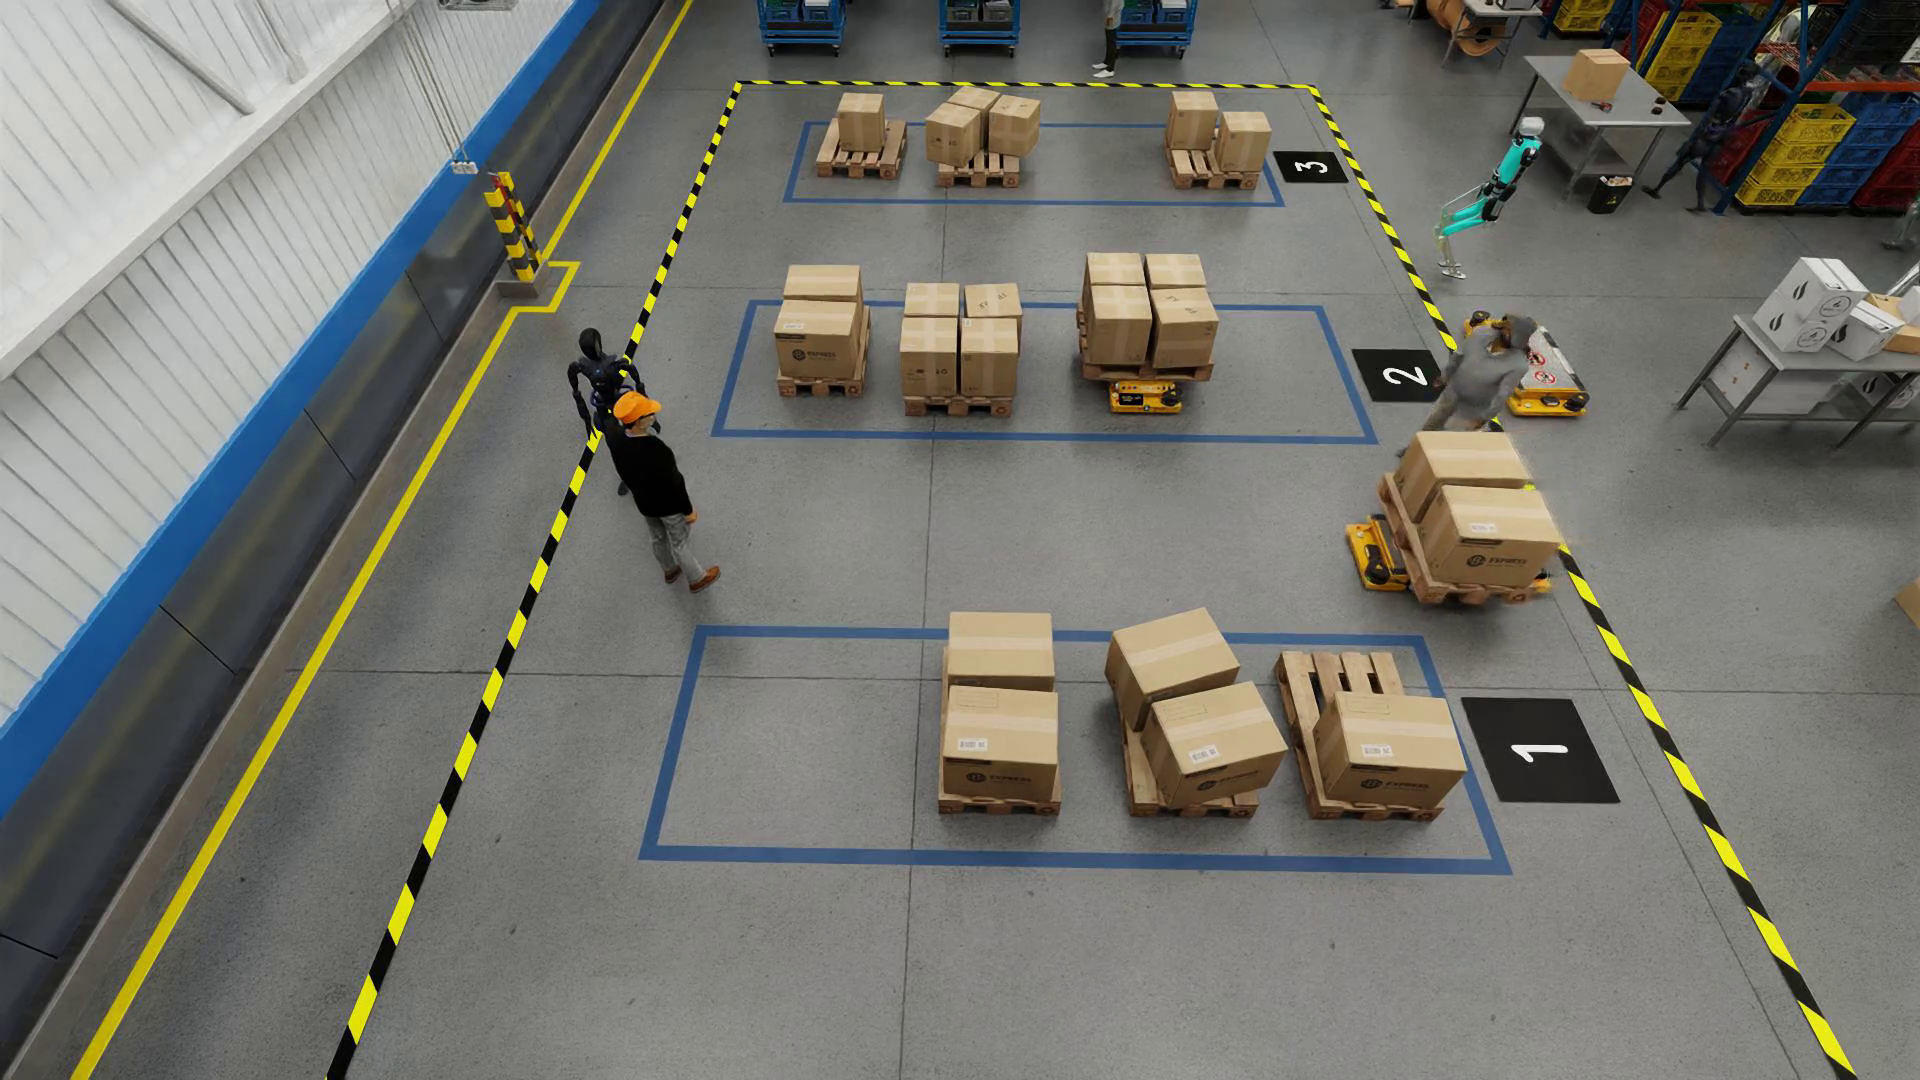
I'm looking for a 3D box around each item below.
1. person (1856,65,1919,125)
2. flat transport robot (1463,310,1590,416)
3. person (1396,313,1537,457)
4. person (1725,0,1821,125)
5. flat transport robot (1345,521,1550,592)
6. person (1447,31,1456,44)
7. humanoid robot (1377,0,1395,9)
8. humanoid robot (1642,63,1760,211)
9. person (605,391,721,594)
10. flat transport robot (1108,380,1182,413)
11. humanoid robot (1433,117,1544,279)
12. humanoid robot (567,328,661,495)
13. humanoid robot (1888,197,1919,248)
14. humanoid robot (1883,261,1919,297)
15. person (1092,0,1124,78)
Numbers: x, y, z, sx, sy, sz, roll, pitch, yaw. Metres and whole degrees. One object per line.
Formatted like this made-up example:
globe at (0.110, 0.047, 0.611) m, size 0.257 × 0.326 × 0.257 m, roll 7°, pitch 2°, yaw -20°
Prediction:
person at (12.065, -6.119, 11.671) m, size 0.564 × 2.022 × 0.602 m, roll -7°, pitch 50°, yaw -6°
flat transport robot at (5.573, -1.757, 9.054) m, size 0.659 × 0.231 × 1.431 m, roll 1°, pitch 49°, yaw 1°
person at (4.230, -1.191, 7.596) m, size 0.363 × 1.736 × 0.617 m, roll -20°, pitch 52°, yaw -16°
person at (10.518, -6.228, 11.884) m, size 0.635 × 1.841 × 0.429 m, roll -27°, pitch 54°, yaw -22°
flat transport robot at (3.947, 0.099, 7.429) m, size 1.431 × 0.197 × 0.652 m, roll 1°, pitch 49°, yaw 1°
person at (7.928, -8.602, 13.863) m, size 0.364 × 1.957 × 0.602 m, roll 10°, pitch 50°, yaw 9°
humanoid robot at (7.202, -9.559, 14.870) m, size 0.341 × 1.654 × 0.600 m, roll -8°, pitch 50°, yaw -7°
humanoid robot at (8.756, -4.666, 10.674) m, size 0.616 × 1.637 × 0.762 m, roll -15°, pitch 51°, yaw -13°
person at (-2.196, -0.320, 6.746) m, size 0.586 × 1.879 × 0.392 m, roll 23°, pitch 53°, yaw 19°
flat transport robot at (1.773, -1.807, 9.079) m, size 0.652 × 0.197 × 1.431 m, roll 1°, pitch 49°, yaw 1°
humanoid robot at (5.365, -3.561, 9.555) m, size 0.735 × 1.677 × 0.533 m, roll 10°, pitch 50°, yaw 8°
humanoid robot at (-2.786, -1.030, 7.483) m, size 0.599 × 1.657 × 0.315 m, roll -7°, pitch 50°, yaw -6°
humanoid robot at (10.935, -3.989, 10.037) m, size 0.862 × 1.781 × 0.559 m, roll -13°, pitch 50°, yaw -11°
humanoid robot at (10.378, -3.251, 9.385) m, size 0.933 × 1.765 × 0.542 m, roll -27°, pitch 54°, yaw -22°
person at (2.137, -7.593, 13.058) m, size 0.398 × 1.852 × 0.589 m, roll 4°, pitch 49°, yaw 4°
